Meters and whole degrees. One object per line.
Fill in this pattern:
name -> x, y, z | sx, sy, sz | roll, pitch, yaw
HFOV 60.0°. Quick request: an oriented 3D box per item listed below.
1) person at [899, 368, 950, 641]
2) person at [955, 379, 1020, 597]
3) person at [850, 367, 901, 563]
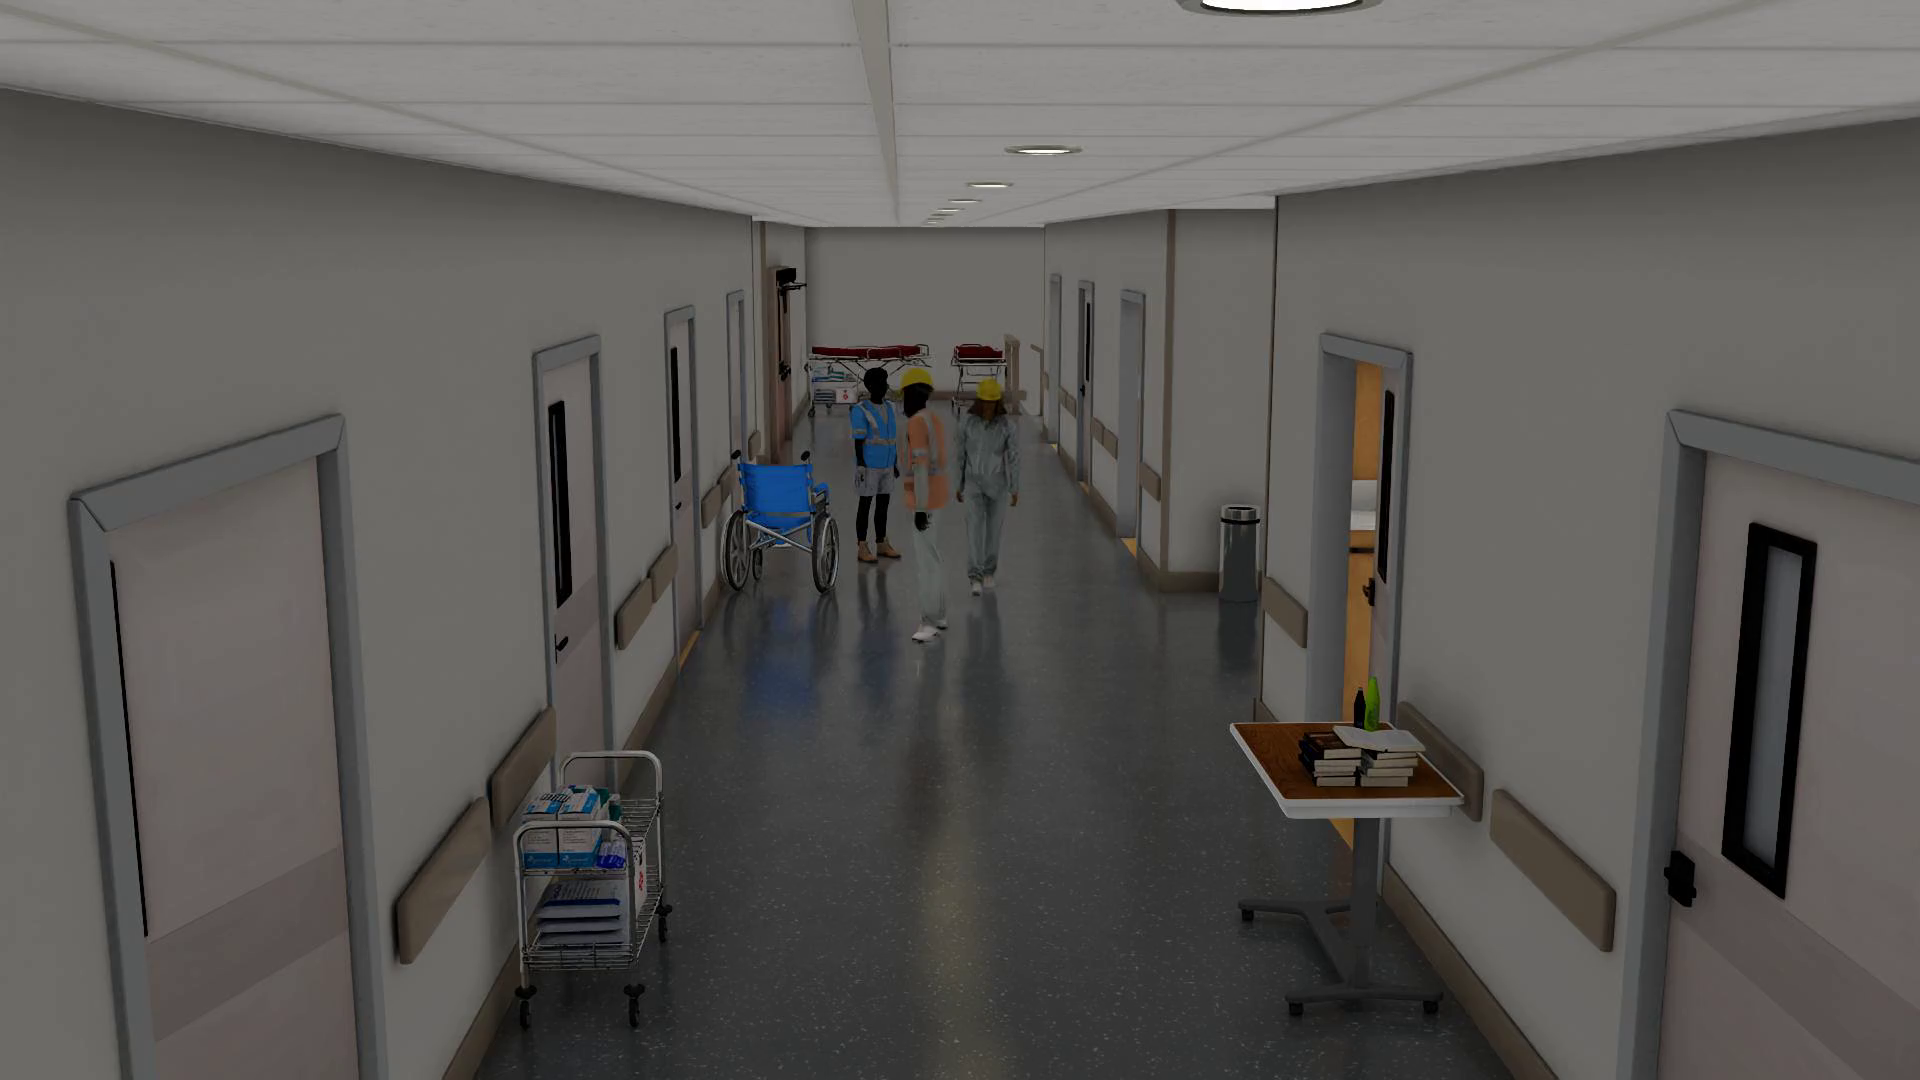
person -> -0.274, -0.253, 11.740 | 0.390, 1.879, 0.725 | 2, 10, 8
person -> 0.215, -0.402, 13.016 | 0.502, 1.698, 0.872 | 0, 10, -1
person -> -0.725, -0.656, 14.472 | 0.318, 1.697, 0.534 | 8, 13, 39
